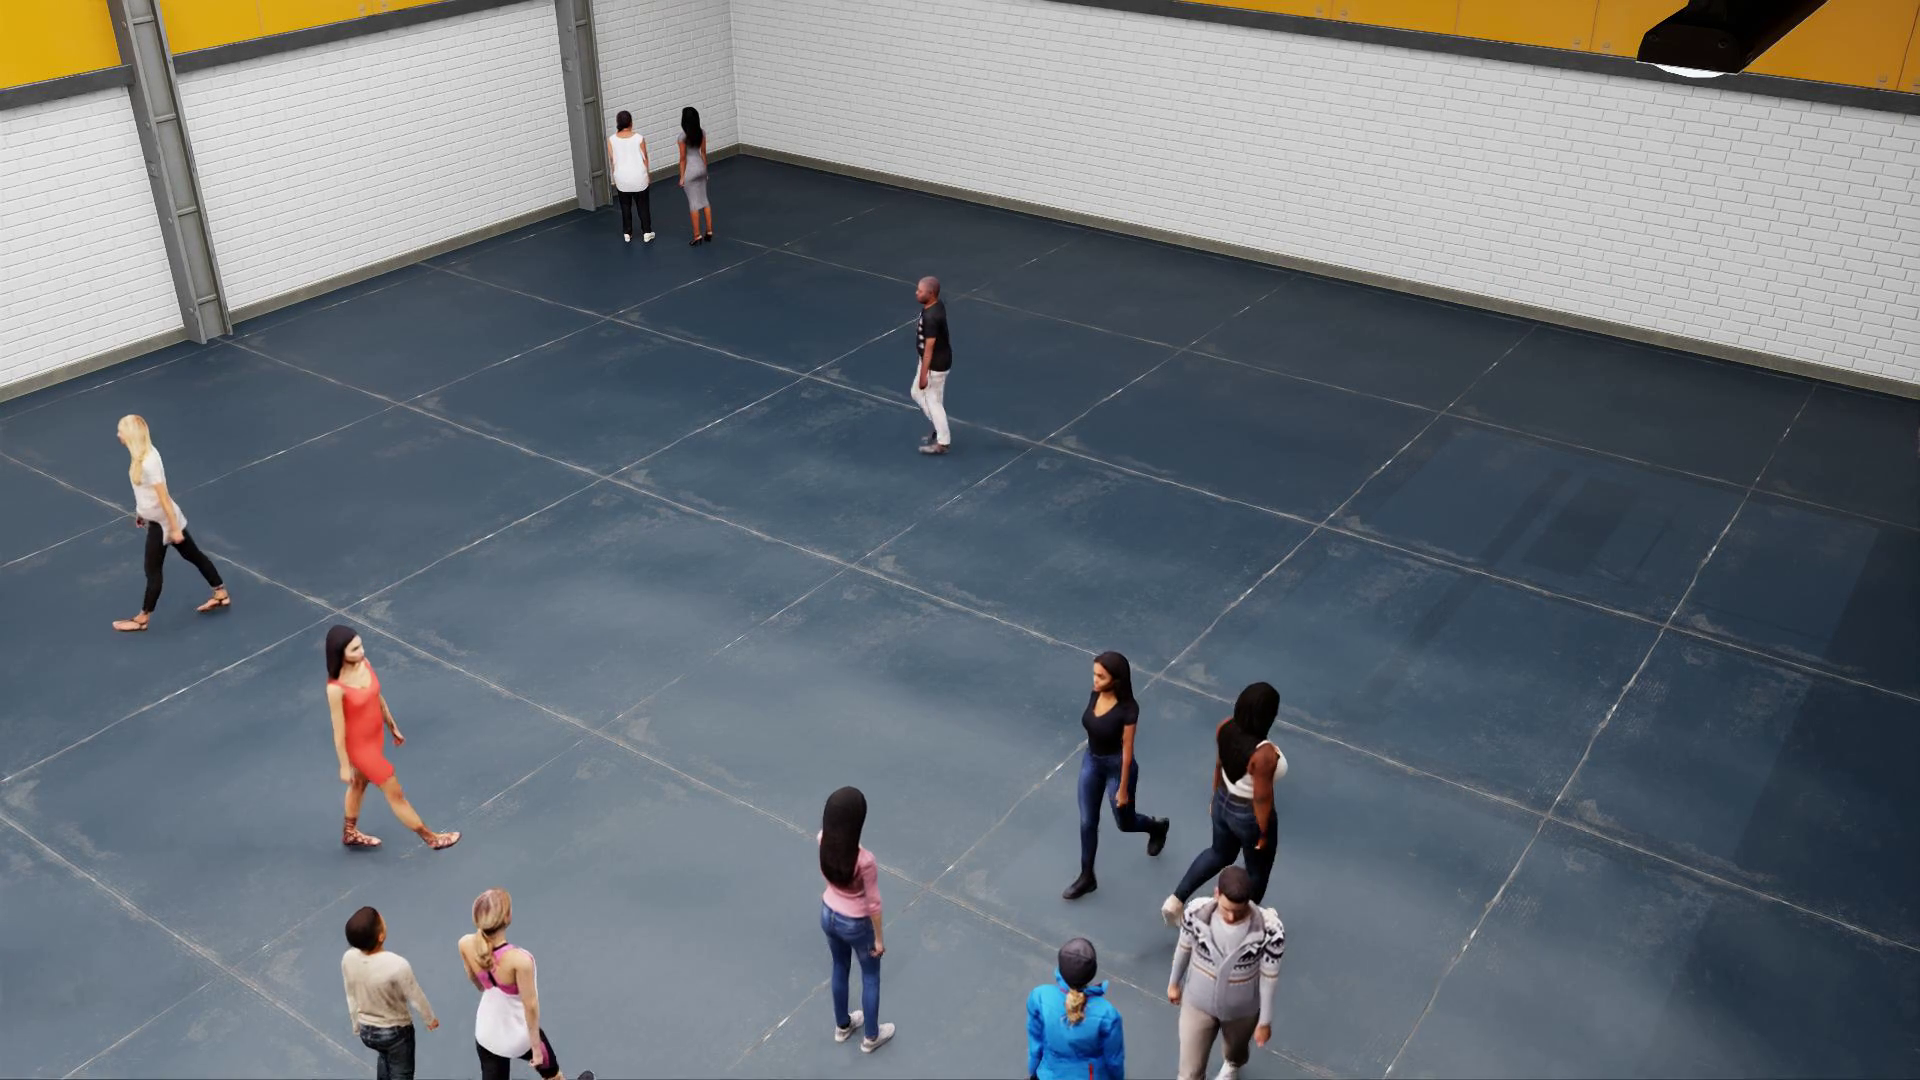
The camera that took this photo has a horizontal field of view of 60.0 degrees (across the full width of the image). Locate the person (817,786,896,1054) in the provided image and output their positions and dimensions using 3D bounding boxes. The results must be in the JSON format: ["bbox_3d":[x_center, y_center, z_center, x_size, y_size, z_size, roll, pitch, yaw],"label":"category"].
[{"bbox_3d":[-0.631,2.072,9.054,0.581,1.741,0.541,19,34,30],"label":"person"}]

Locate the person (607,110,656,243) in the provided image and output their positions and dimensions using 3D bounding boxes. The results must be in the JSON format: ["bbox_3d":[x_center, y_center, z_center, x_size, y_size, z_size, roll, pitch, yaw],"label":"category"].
[{"bbox_3d":[-4.263,-4.720,21.558,0.762,1.691,0.786,1,29,3],"label":"person"}]

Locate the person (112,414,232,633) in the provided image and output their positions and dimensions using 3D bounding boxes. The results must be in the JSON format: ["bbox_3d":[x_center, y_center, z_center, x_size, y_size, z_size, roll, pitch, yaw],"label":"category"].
[{"bbox_3d":[-6.164,-0.161,13.100,1.199,1.786,0.921,-17,33,-29],"label":"person"}]

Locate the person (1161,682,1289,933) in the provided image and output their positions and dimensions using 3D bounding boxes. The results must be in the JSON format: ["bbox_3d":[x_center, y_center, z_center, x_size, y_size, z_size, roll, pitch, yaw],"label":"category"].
[{"bbox_3d":[1.583,1.648,9.782,1.118,1.788,0.919,-14,32,-24],"label":"person"}]

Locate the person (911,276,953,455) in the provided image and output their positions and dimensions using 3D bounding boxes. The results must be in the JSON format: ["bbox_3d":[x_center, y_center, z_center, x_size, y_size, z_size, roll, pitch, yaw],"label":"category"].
[{"bbox_3d":[-0.161,-1.653,15.833,0.862,1.789,0.771,1,29,1],"label":"person"}]

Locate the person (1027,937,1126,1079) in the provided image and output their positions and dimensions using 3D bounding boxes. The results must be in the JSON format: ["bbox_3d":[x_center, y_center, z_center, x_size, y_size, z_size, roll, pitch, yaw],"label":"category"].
[{"bbox_3d":[0.538,2.636,7.963,0.669,1.795,0.624,11,31,20],"label":"person"}]

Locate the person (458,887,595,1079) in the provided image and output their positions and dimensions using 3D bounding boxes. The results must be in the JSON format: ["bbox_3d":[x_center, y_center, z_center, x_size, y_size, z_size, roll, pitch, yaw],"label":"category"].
[{"bbox_3d":[-2.290,2.524,8.228,0.827,1.737,1.205,10,30,17],"label":"person"}]

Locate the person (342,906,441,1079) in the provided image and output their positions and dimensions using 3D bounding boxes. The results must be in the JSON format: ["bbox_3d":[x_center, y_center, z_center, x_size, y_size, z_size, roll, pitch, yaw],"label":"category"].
[{"bbox_3d":[-2.966,2.540,8.496,0.617,1.453,0.609,9,30,16],"label":"person"}]

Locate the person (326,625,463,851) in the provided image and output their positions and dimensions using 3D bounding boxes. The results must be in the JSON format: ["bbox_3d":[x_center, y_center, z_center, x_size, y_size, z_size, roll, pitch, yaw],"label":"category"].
[{"bbox_3d":[-3.854,1.297,10.540,1.020,1.679,1.102,2,29,4],"label":"person"}]

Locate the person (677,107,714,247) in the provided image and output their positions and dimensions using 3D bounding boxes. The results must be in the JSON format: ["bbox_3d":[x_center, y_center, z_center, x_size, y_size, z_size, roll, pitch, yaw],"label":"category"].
[{"bbox_3d":[-3.411,-4.679,21.389,0.677,1.781,0.515,24,37,37],"label":"person"}]

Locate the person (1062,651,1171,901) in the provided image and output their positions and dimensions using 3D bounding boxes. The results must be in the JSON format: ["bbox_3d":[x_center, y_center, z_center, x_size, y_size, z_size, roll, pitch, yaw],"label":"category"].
[{"bbox_3d":[0.991,1.418,10.274,1.094,1.721,0.729,-22,35,-34],"label":"person"}]

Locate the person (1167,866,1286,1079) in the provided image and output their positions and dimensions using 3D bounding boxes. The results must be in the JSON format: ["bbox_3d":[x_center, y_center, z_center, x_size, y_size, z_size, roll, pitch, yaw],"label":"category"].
[{"bbox_3d":[1.373,2.301,8.534,0.970,1.836,1.258,9,30,17],"label":"person"}]
